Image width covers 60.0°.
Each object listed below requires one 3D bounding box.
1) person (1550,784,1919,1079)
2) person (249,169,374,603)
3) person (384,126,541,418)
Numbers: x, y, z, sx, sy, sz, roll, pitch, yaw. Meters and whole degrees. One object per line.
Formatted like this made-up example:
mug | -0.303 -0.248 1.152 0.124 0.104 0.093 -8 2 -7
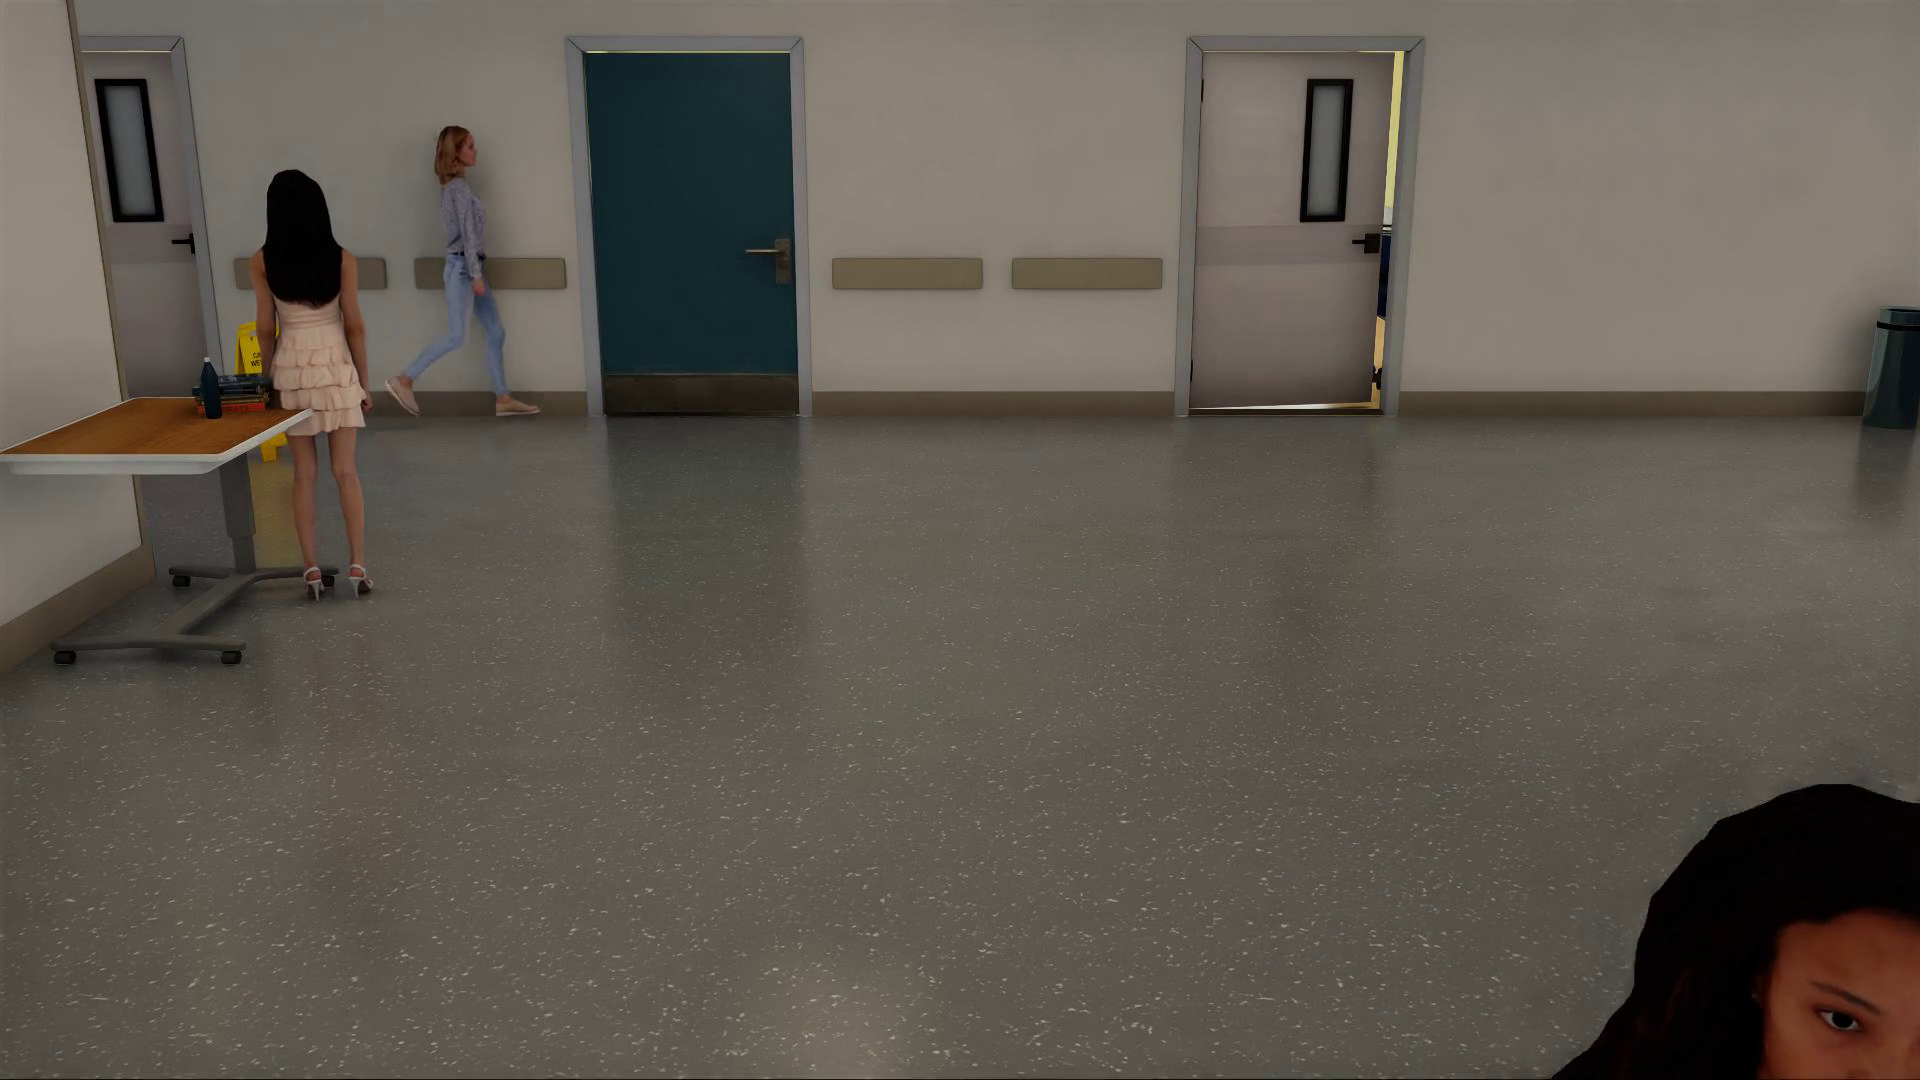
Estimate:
person | 0.661 0.940 1.447 0.722 1.610 0.787 8 18 27
person | -2.607 -0.610 6.724 0.547 1.732 0.680 -4 16 -15
person | -3.083 -1.571 10.072 1.187 1.764 0.789 -4 16 -14
